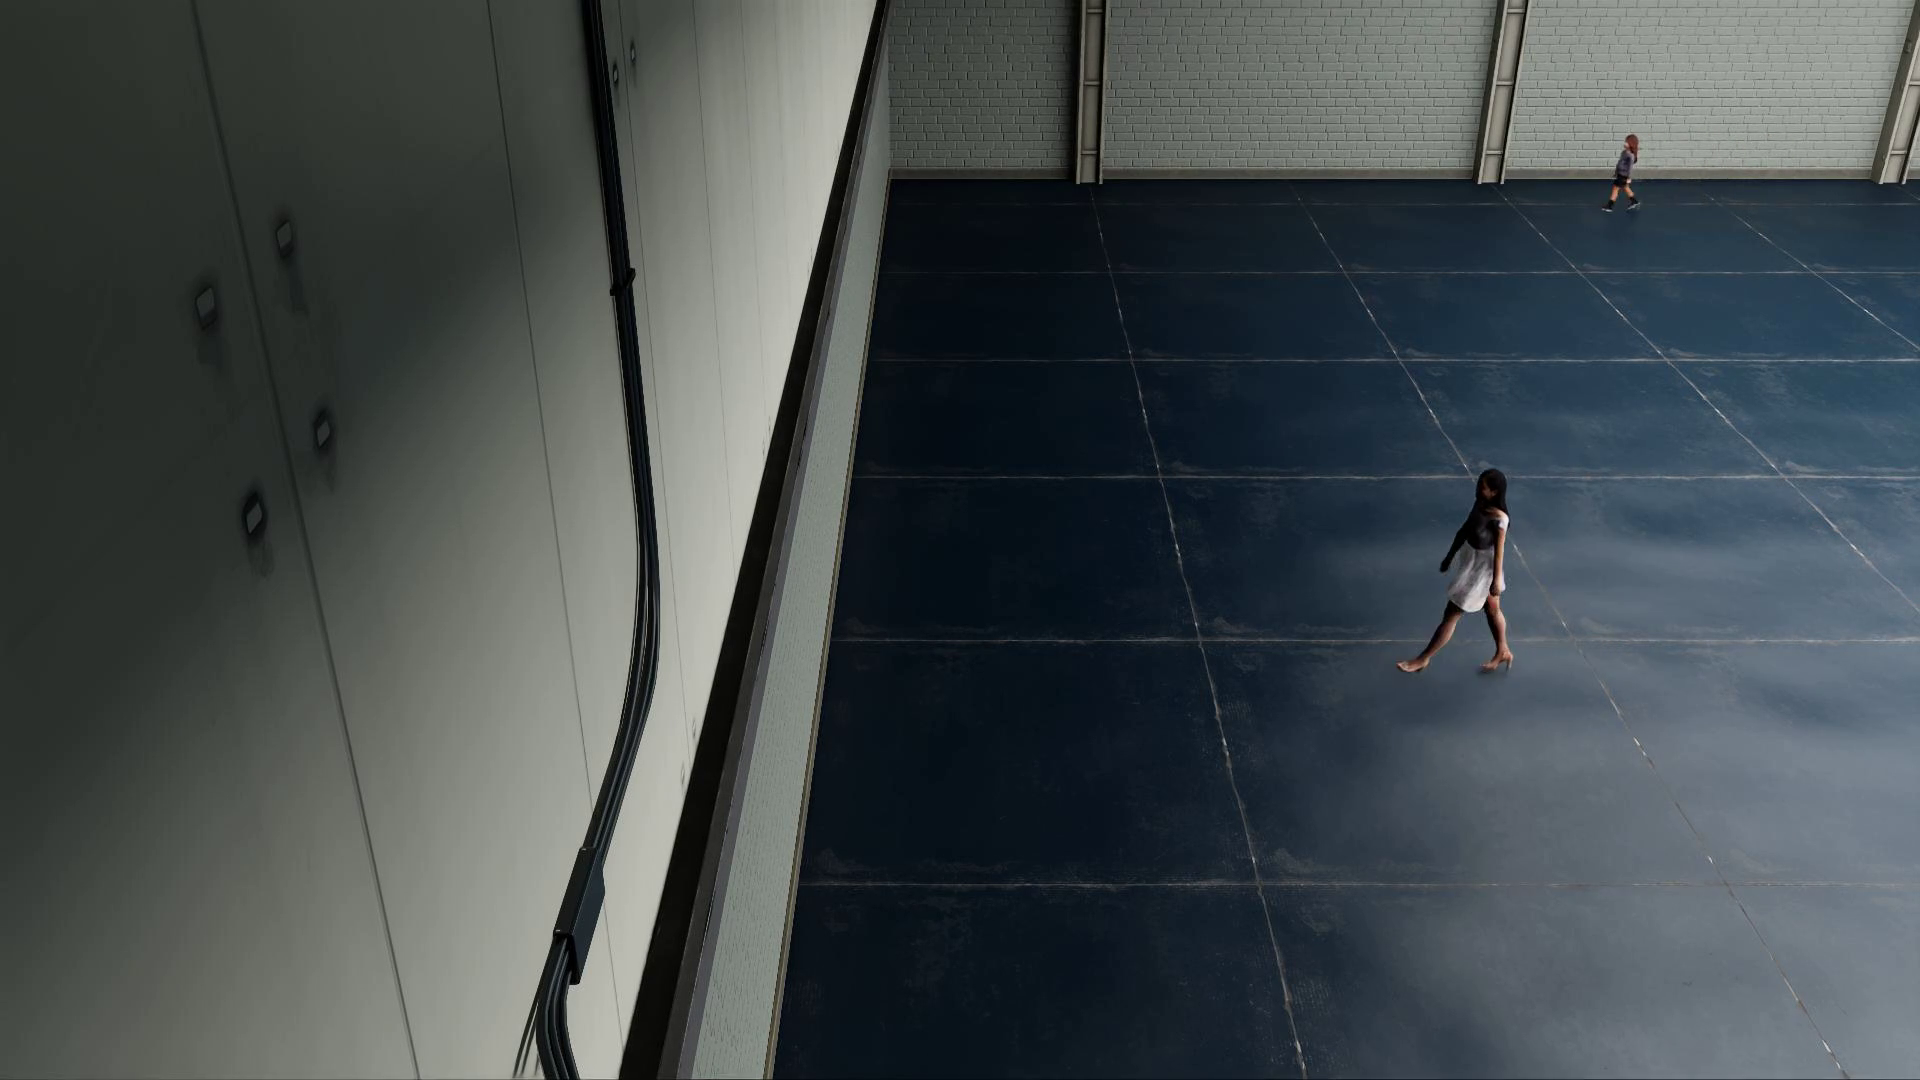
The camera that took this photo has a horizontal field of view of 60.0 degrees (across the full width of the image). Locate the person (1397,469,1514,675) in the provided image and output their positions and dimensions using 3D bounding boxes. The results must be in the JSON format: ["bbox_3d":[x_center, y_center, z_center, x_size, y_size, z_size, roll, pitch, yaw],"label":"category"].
[{"bbox_3d":[3.990,0.271,12.498,1.174,1.729,0.689,-2,28,-4],"label":"person"}]

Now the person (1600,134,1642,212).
[{"bbox_3d":[9.385,-5.146,23.361,0.791,1.077,0.476,1,28,1],"label":"person"}]
